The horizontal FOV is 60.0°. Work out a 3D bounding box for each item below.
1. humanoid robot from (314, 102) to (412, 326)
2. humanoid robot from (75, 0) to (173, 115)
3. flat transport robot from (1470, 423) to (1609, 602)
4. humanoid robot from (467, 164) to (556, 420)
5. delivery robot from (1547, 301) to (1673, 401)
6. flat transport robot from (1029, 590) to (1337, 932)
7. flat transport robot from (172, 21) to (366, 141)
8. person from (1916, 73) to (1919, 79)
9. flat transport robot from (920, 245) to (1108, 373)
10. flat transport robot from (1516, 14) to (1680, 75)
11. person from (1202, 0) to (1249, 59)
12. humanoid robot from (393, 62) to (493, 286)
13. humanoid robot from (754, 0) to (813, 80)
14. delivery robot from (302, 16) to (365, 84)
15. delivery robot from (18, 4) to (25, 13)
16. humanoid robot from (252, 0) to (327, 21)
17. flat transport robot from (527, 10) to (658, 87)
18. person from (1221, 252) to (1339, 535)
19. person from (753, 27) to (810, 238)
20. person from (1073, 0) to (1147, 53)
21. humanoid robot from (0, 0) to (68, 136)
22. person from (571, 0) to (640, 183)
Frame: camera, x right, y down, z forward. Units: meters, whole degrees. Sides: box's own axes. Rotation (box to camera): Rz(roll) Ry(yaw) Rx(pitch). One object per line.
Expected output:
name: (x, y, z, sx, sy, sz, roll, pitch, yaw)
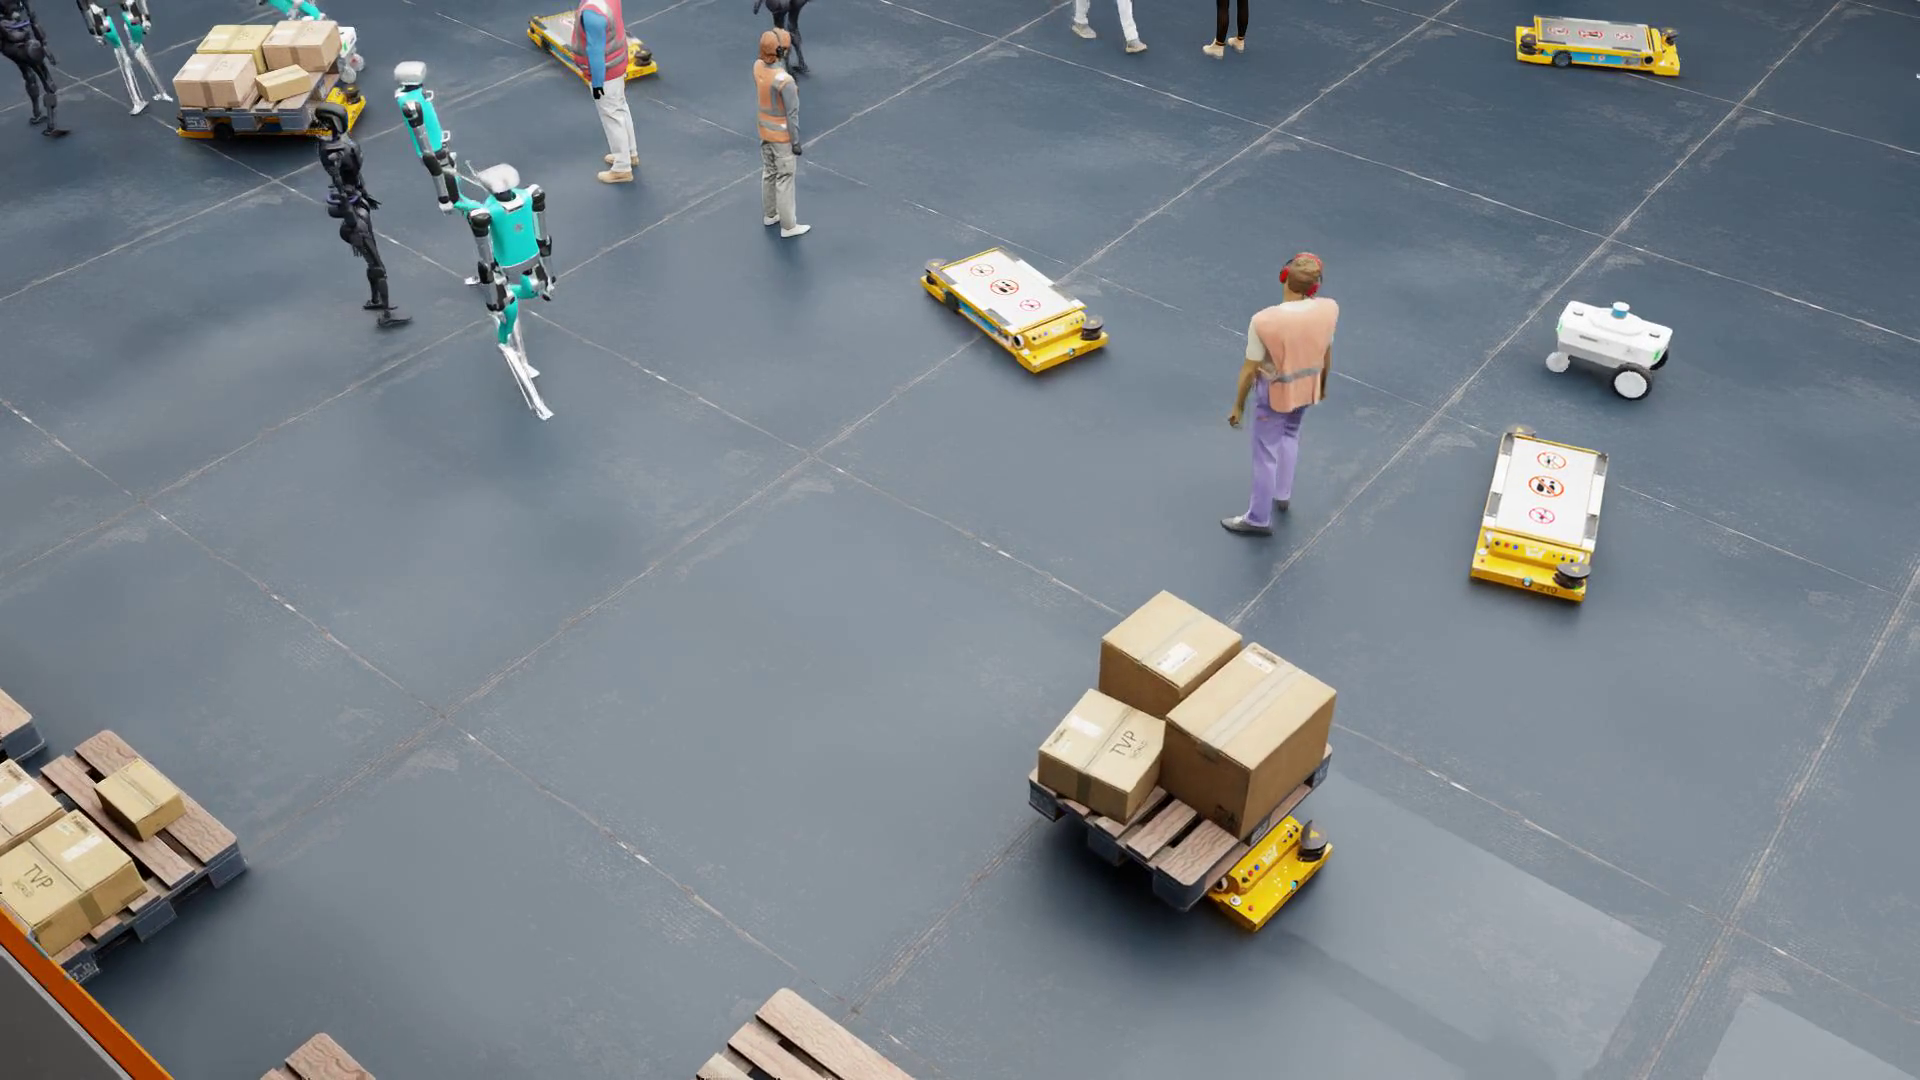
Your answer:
humanoid robot: (-4.222, -2.330, 11.735, 0.394, 1.650, 0.615, -6, 41, -7)
humanoid robot: (-7.242, -4.493, 14.232, 0.554, 1.788, 0.794, -24, 46, -26)
flat transport robot: (3.609, -0.197, 10.309, 0.659, 0.231, 1.431, 14, 42, 16)
humanoid robot: (-2.977, -1.698, 10.947, 0.940, 1.762, 0.545, 33, 50, 33)
delivery robot: (4.500, -1.345, 11.448, 0.794, 0.606, 0.499, 22, 45, 24)
flat transport robot: (1.119, 1.359, 8.480, 1.431, 0.231, 0.659, 32, 50, 32)
flat transport robot: (-5.983, -3.719, 14.453, 1.431, 0.231, 0.659, 0, 40, 0)
person: (8.951, -4.812, 14.613, 0.532, 1.714, 0.500, -22, 45, -24)
flat transport robot: (0.377, -1.713, 12.093, 0.659, 0.231, 1.431, -24, 46, -26)
flat transport robot: (5.938, -4.612, 15.503, 1.431, 0.231, 0.659, 9, 41, 10)
person: (2.492, -5.234, 15.131, 0.533, 1.697, 0.318, -21, 45, -23)
humanoid robot: (-3.540, -2.552, 12.035, 0.749, 1.894, 0.560, -9, 41, -10)
humanoid robot: (-1.560, -4.891, 14.743, 0.609, 1.643, 0.323, -31, 49, -31)
delivery robot: (-5.852, -4.451, 15.084, 0.773, 0.582, 0.499, 0, 40, 0)
delivery robot: (-9.581, -5.420, 16.215, 0.756, 0.571, 0.499, -21, 44, -22)
humanoid robot: (-6.001, -4.975, 14.810, 0.532, 1.796, 0.793, 8, 41, 10)
flat transport robot: (-3.448, -4.614, 15.506, 0.659, 0.231, 1.431, -25, 46, -26)
person: (1.942, -0.851, 9.878, 0.694, 1.817, 0.426, -17, 43, -19)
person: (-1.379, -3.093, 12.665, 0.318, 1.628, 0.505, -23, 46, -25)
person: (1.377, -5.404, 15.227, 0.587, 1.835, 0.961, -21, 45, -23)
humanoid robot: (-7.920, -4.220, 13.967, 0.589, 1.631, 0.450, 17, 43, 19)
person: (-2.860, -3.771, 13.312, 0.431, 1.835, 0.628, 0, 40, 0)
